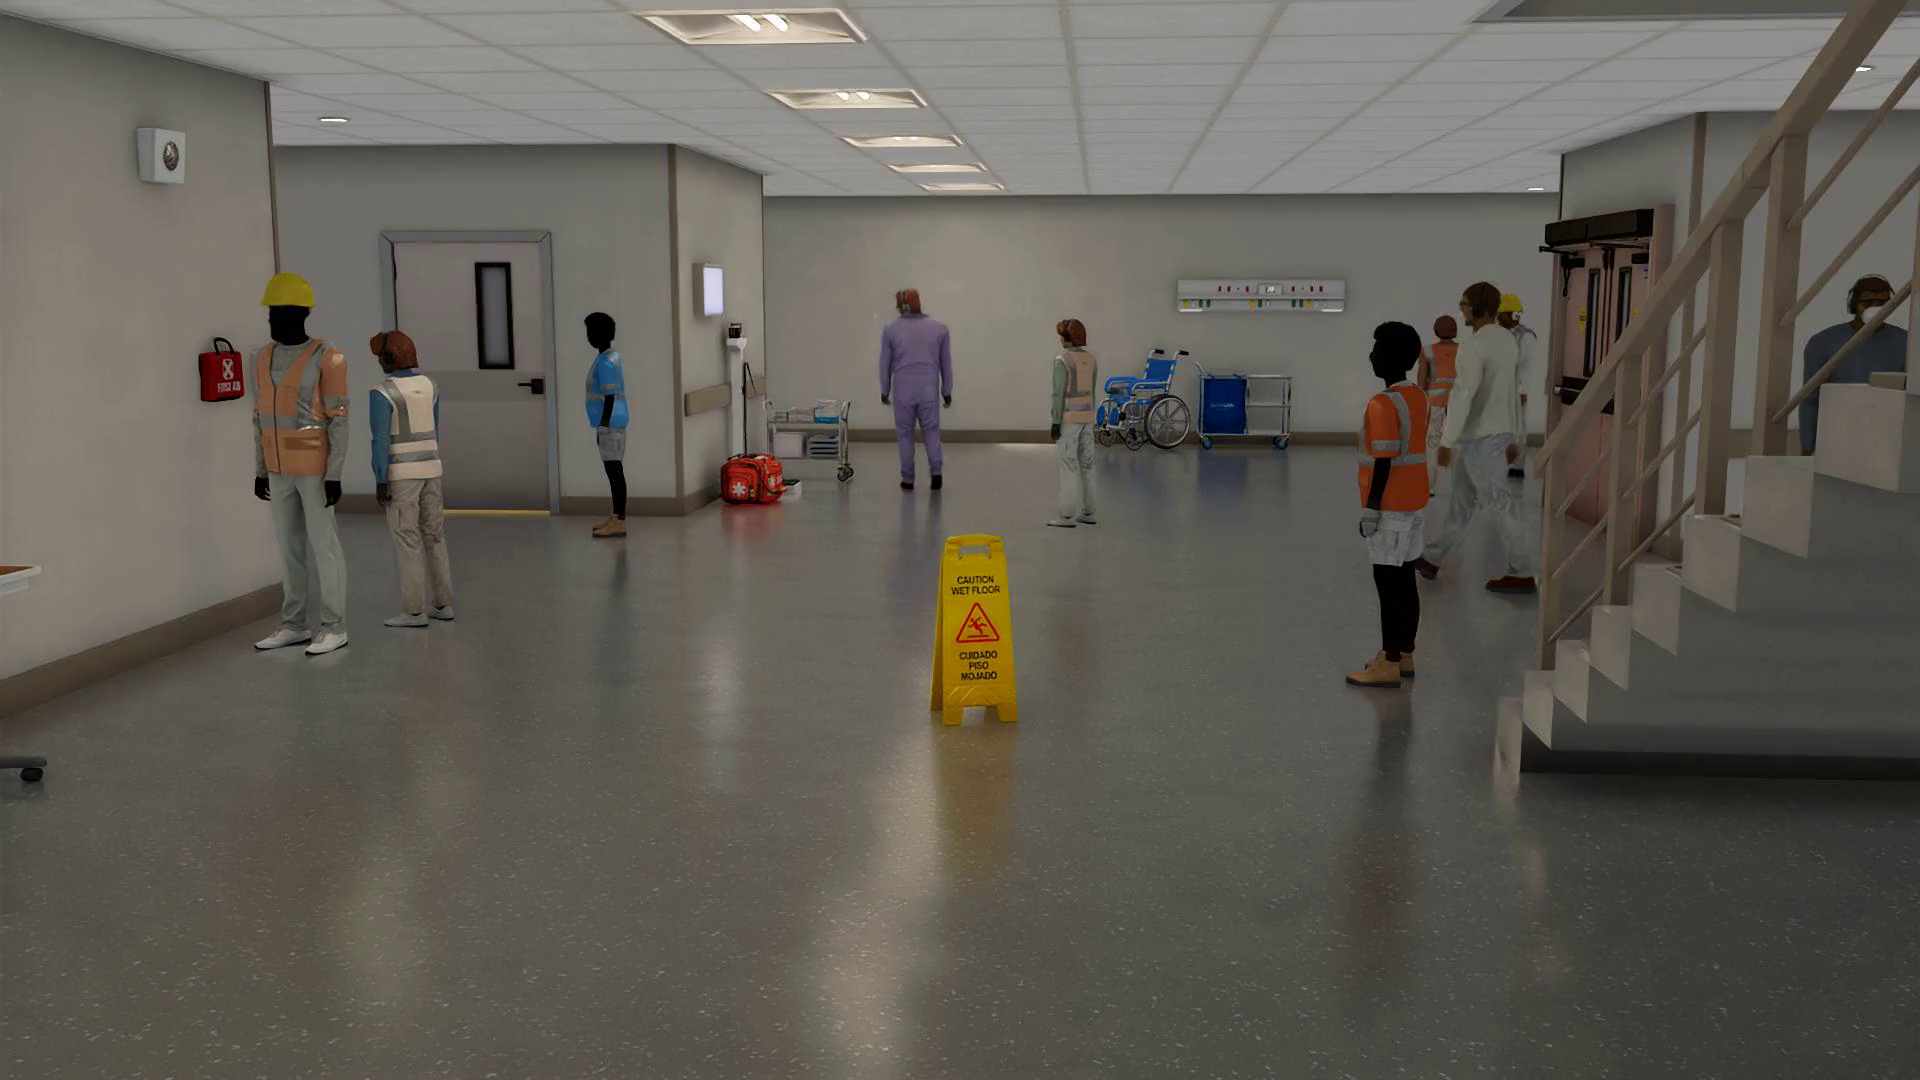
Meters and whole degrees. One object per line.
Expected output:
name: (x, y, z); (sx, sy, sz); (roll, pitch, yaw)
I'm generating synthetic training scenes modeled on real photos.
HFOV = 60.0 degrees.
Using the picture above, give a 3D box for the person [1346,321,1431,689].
person: (2.005, -0.163, 7.734); (0.318, 1.697, 0.535); (5, 10, 32)

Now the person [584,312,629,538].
person: (-2.654, -0.865, 12.522); (0.321, 1.692, 0.529); (-1, 8, -9)

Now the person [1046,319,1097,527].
person: (0.898, -0.916, 13.079); (0.311, 1.632, 0.518); (7, 11, 40)

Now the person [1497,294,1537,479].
person: (5.446, -1.518, 16.532); (0.403, 1.826, 0.598); (-3, 9, -18)

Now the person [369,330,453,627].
person: (-3.025, -0.332, 9.128); (0.323, 1.630, 0.503); (3, 9, 22)

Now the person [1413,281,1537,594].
person: (3.151, -0.635, 10.259); (1.012, 1.889, 0.648); (6, 11, 37)

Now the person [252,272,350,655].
person: (-3.358, -0.384, 8.449); (0.588, 1.930, 0.359); (4, 9, 23)

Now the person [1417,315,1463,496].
person: (4.368, -1.204, 15.008); (0.514, 1.640, 0.310); (1, 8, 4)

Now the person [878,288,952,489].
person: (-0.427, -1.400, 15.513); (0.685, 1.887, 0.471); (-2, 9, -13)

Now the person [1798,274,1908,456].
person: (5.143, -0.544, 9.533); (0.640, 1.932, 0.366); (2, 9, 15)
